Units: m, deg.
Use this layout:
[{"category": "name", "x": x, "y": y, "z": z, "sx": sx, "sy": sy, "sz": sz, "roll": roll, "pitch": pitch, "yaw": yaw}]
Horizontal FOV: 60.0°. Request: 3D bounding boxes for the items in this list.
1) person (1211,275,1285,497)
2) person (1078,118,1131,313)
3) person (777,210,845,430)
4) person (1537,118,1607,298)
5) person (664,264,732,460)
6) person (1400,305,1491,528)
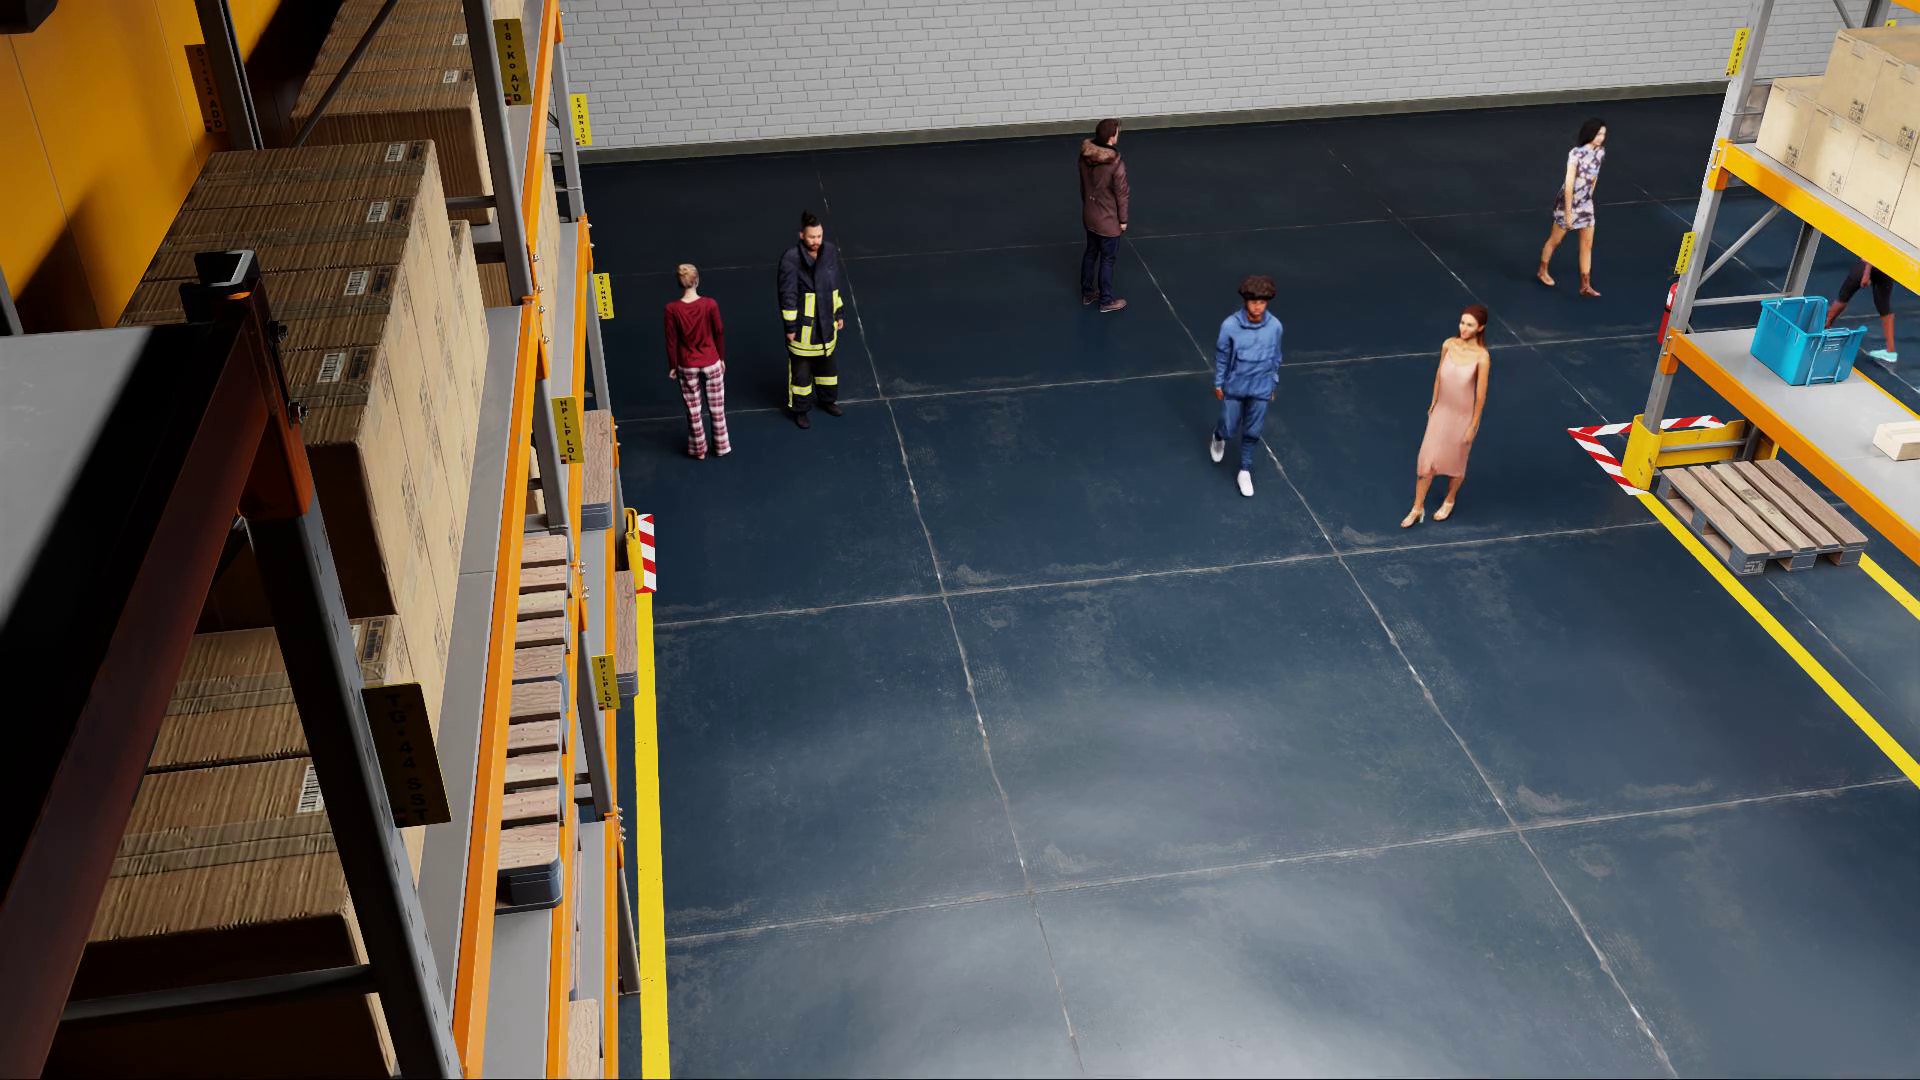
[{"category": "person", "x": 2.208, "y": -1.250, "z": 12.913, "sx": 0.717, "sy": 1.795, "sz": 0.865, "roll": -3, "pitch": 34, "yaw": -4}, {"category": "person", "x": 1.338, "y": -3.046, "z": 15.568, "sx": 0.930, "sy": 1.848, "sz": 0.812, "roll": -24, "pitch": 41, "yaw": -32}, {"category": "person", "x": -1.227, "y": -1.861, "z": 13.767, "sx": 0.862, "sy": 1.867, "sz": 0.860, "roll": -21, "pitch": 39, "yaw": -29}, {"category": "person", "x": 5.825, "y": -3.212, "z": 15.953, "sx": 0.730, "sy": 1.698, "sz": 1.065, "roll": -11, "pitch": 35, "yaw": -16}, {"category": "person", "x": -2.087, "y": -1.425, "z": 13.258, "sx": 0.624, "sy": 1.703, "sz": 0.498, "roll": -7, "pitch": 34, "yaw": -11}, {"category": "person", "x": 3.756, "y": -0.942, "z": 12.430, "sx": 0.895, "sy": 1.818, "sz": 0.860, "roll": -29, "pitch": 43, "yaw": -36}]
